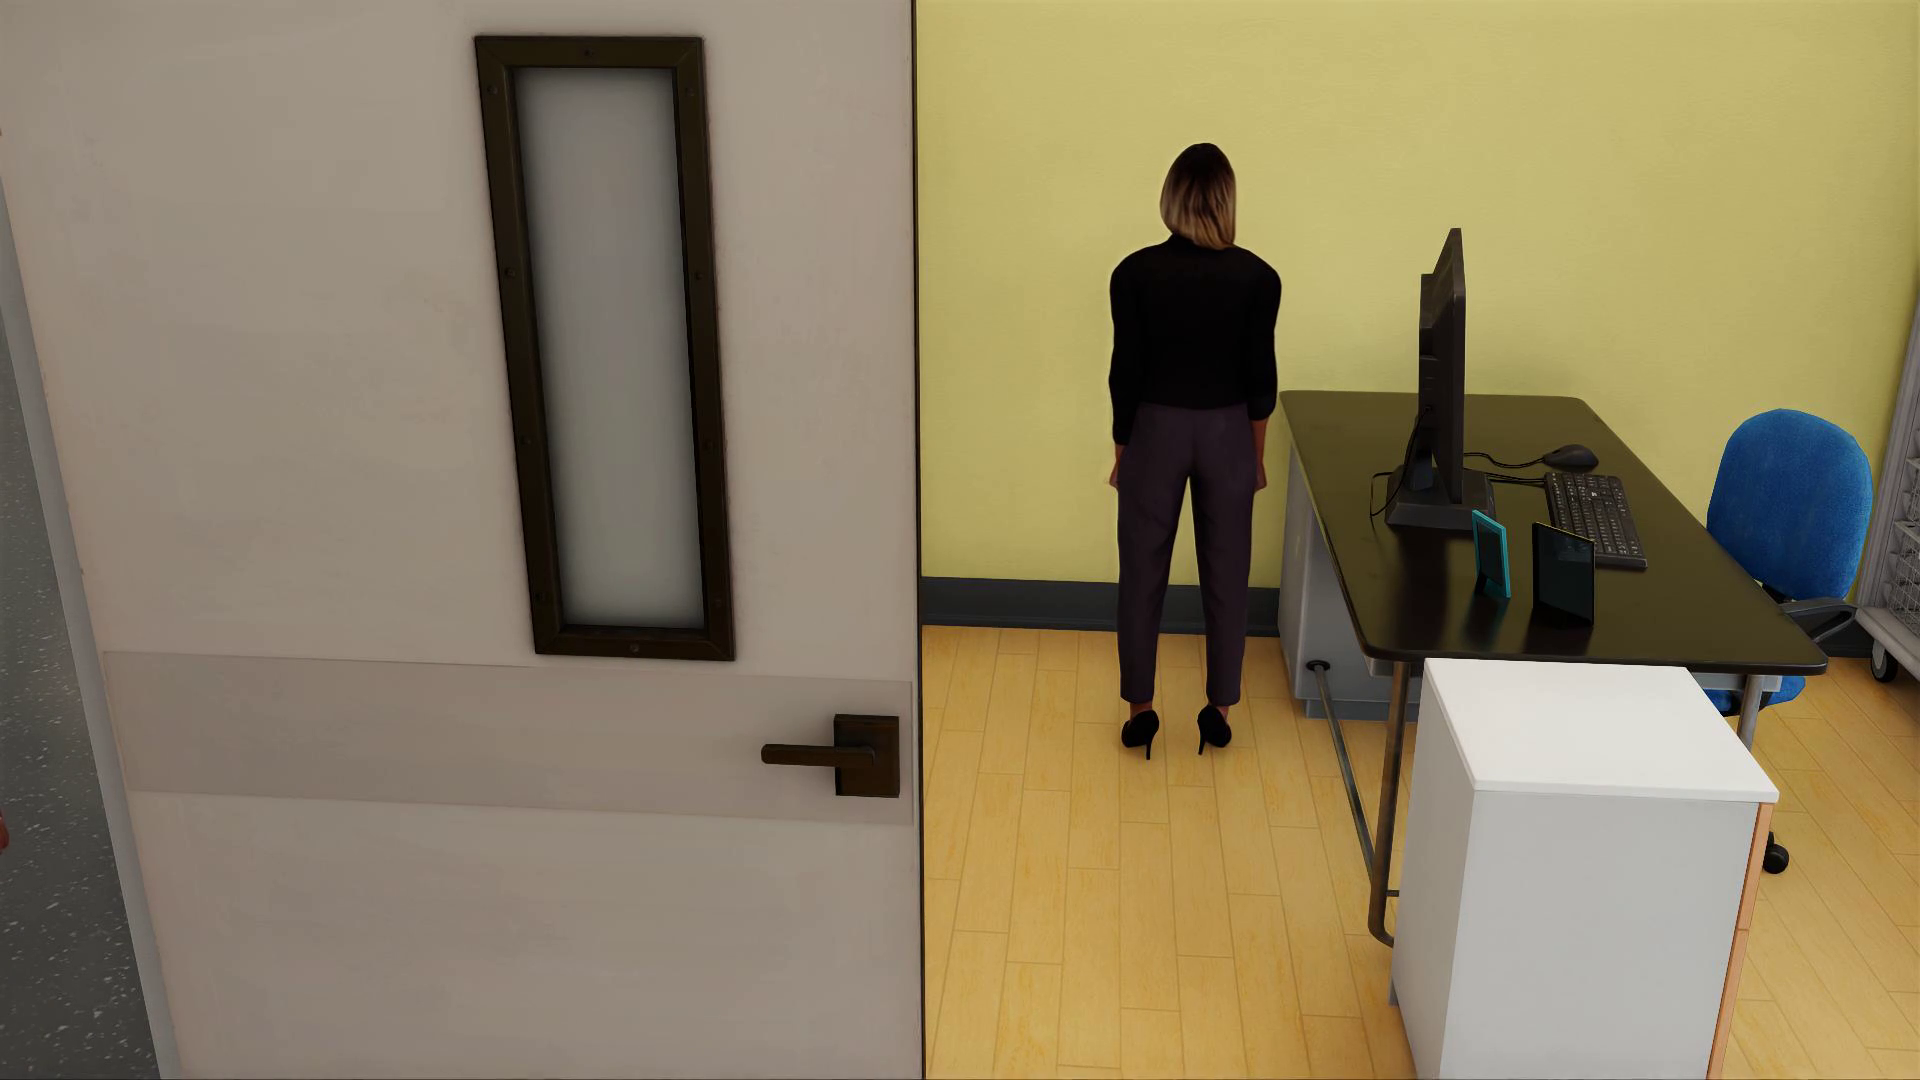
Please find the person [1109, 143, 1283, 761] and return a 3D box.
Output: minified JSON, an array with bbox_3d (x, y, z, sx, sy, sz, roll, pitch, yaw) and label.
[{"bbox_3d":[0.600,-0.199,4.388,0.595,1.672,0.523,1,21,3],"label":"person"}]
